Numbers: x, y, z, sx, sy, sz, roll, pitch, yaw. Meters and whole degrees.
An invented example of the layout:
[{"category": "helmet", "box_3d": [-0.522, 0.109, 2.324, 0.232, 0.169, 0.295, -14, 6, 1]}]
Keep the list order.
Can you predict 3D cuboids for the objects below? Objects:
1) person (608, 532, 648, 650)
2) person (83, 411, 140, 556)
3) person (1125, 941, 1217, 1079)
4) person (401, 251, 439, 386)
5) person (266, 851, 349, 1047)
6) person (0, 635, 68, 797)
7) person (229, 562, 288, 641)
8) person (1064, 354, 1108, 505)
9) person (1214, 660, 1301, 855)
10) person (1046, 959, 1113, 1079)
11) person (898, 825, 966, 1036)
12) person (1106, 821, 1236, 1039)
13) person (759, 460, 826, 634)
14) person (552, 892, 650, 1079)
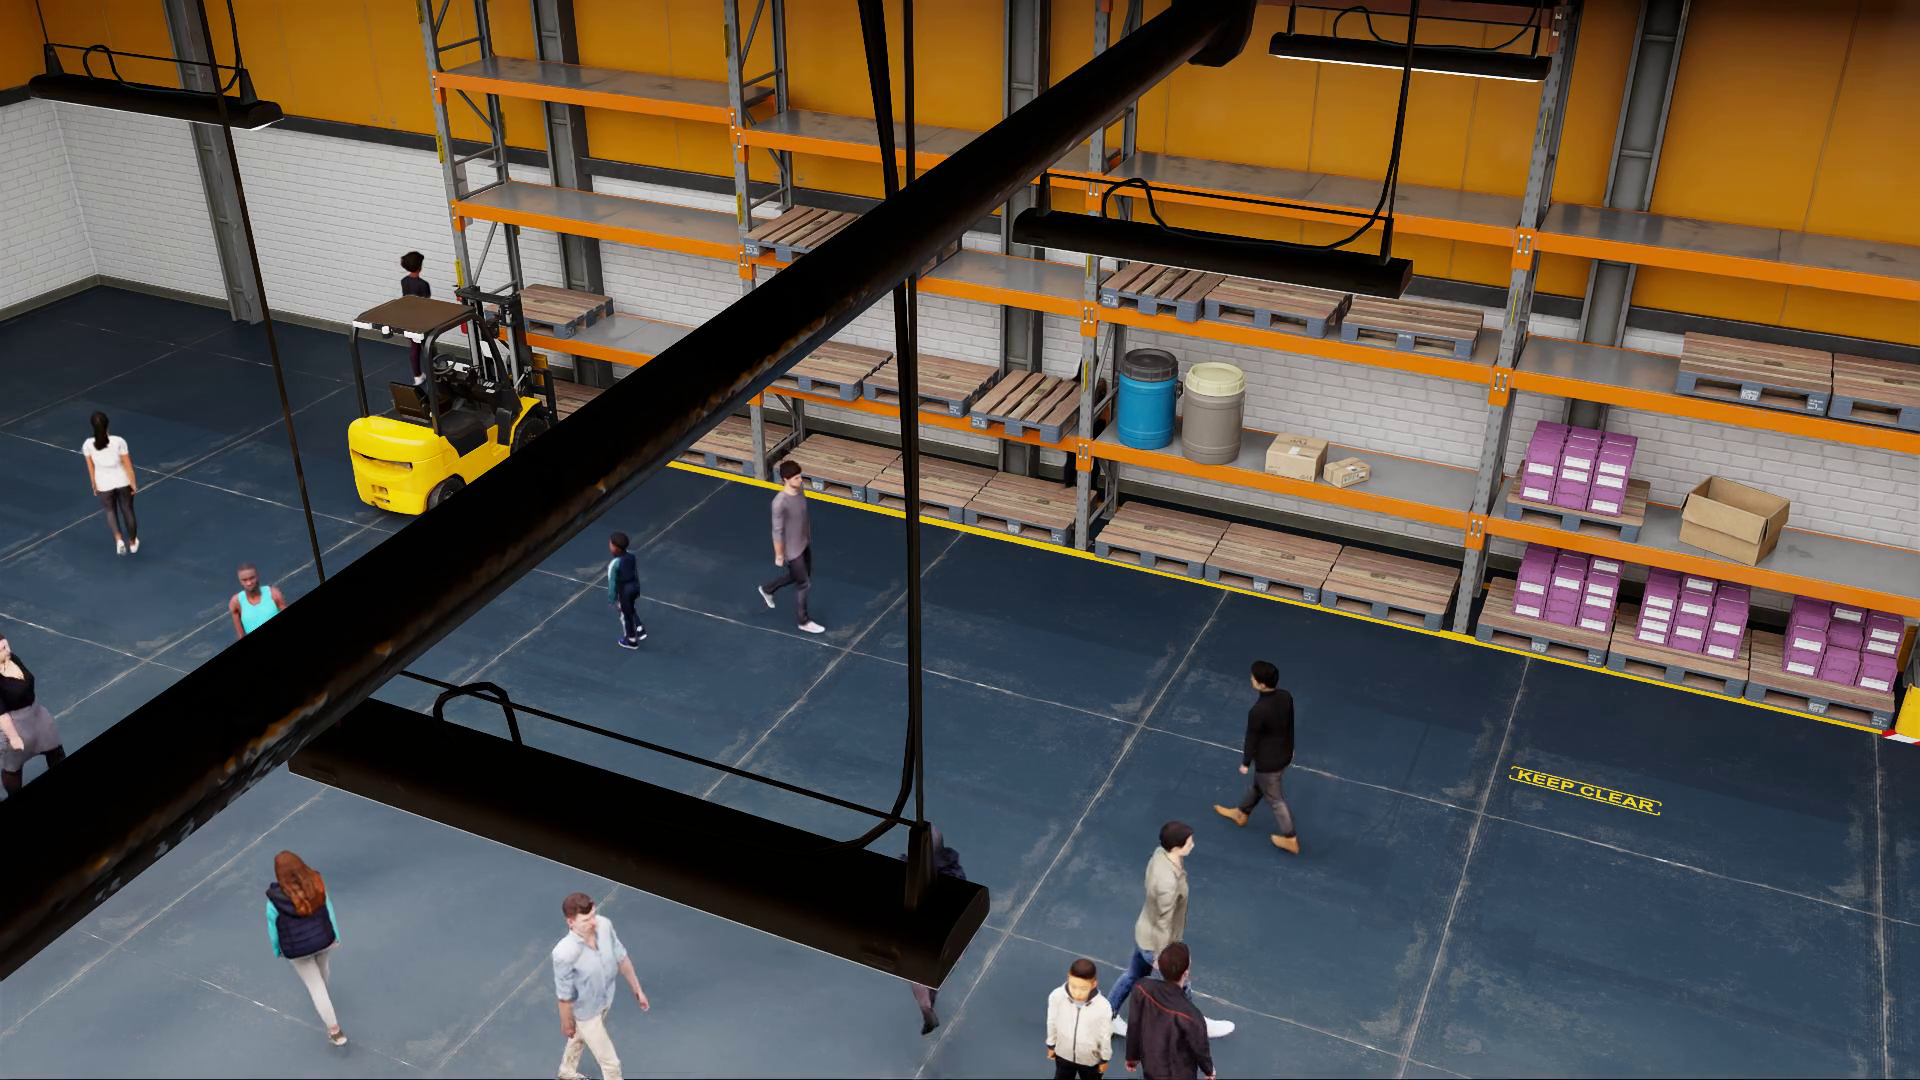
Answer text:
[{"category": "person", "box_3d": [-3.140, 0.493, 15.846, 0.531, 1.250, 0.531, 15, 32, 25]}, {"category": "person", "box_3d": [-8.830, -0.548, 17.348, 0.835, 1.640, 0.897, -10, 30, -18]}, {"category": "person", "box_3d": [1.220, 3.277, 10.090, 1.058, 1.874, 1.157, -21, 35, -33]}, {"category": "person", "box_3d": [-6.952, -2.836, 21.400, 0.540, 1.776, 0.710, 16, 32, 27]}, {"category": "person", "box_3d": [-4.433, 2.806, 11.384, 0.851, 1.463, 1.067, -22, 36, -35]}, {"category": "person", "box_3d": [-7.728, 1.512, 13.471, 0.978, 1.736, 0.856, 1, 29, 2]}, {"category": "person", "box_3d": [-5.981, 0.946, 14.483, 1.120, 1.759, 1.245, -13, 31, -23]}, {"category": "person", "box_3d": [1.397, -1.245, 18.443, 0.770, 1.814, 0.832, -10, 30, -17]}, {"category": "person", "box_3d": [2.523, 1.728, 13.131, 1.084, 1.682, 0.812, 25, 37, 38]}, {"category": "person", "box_3d": [0.768, 3.230, 10.621, 0.482, 1.449, 0.662, 8, 30, 15]}, {"category": "person", "box_3d": [-0.218, 2.689, 11.389, 0.960, 1.663, 0.998, -6, 29, -11]}, {"category": "person", "box_3d": [1.250, 2.681, 11.250, 1.303, 1.811, 1.039, 1, 29, 2]}, {"category": "person", "box_3d": [-1.675, 0.045, 16.070, 0.996, 1.824, 0.746, 10, 30, 17]}, {"category": "person", "box_3d": [-2.437, 2.973, 10.735, 1.220, 1.792, 0.680, 14, 32, 24]}]
